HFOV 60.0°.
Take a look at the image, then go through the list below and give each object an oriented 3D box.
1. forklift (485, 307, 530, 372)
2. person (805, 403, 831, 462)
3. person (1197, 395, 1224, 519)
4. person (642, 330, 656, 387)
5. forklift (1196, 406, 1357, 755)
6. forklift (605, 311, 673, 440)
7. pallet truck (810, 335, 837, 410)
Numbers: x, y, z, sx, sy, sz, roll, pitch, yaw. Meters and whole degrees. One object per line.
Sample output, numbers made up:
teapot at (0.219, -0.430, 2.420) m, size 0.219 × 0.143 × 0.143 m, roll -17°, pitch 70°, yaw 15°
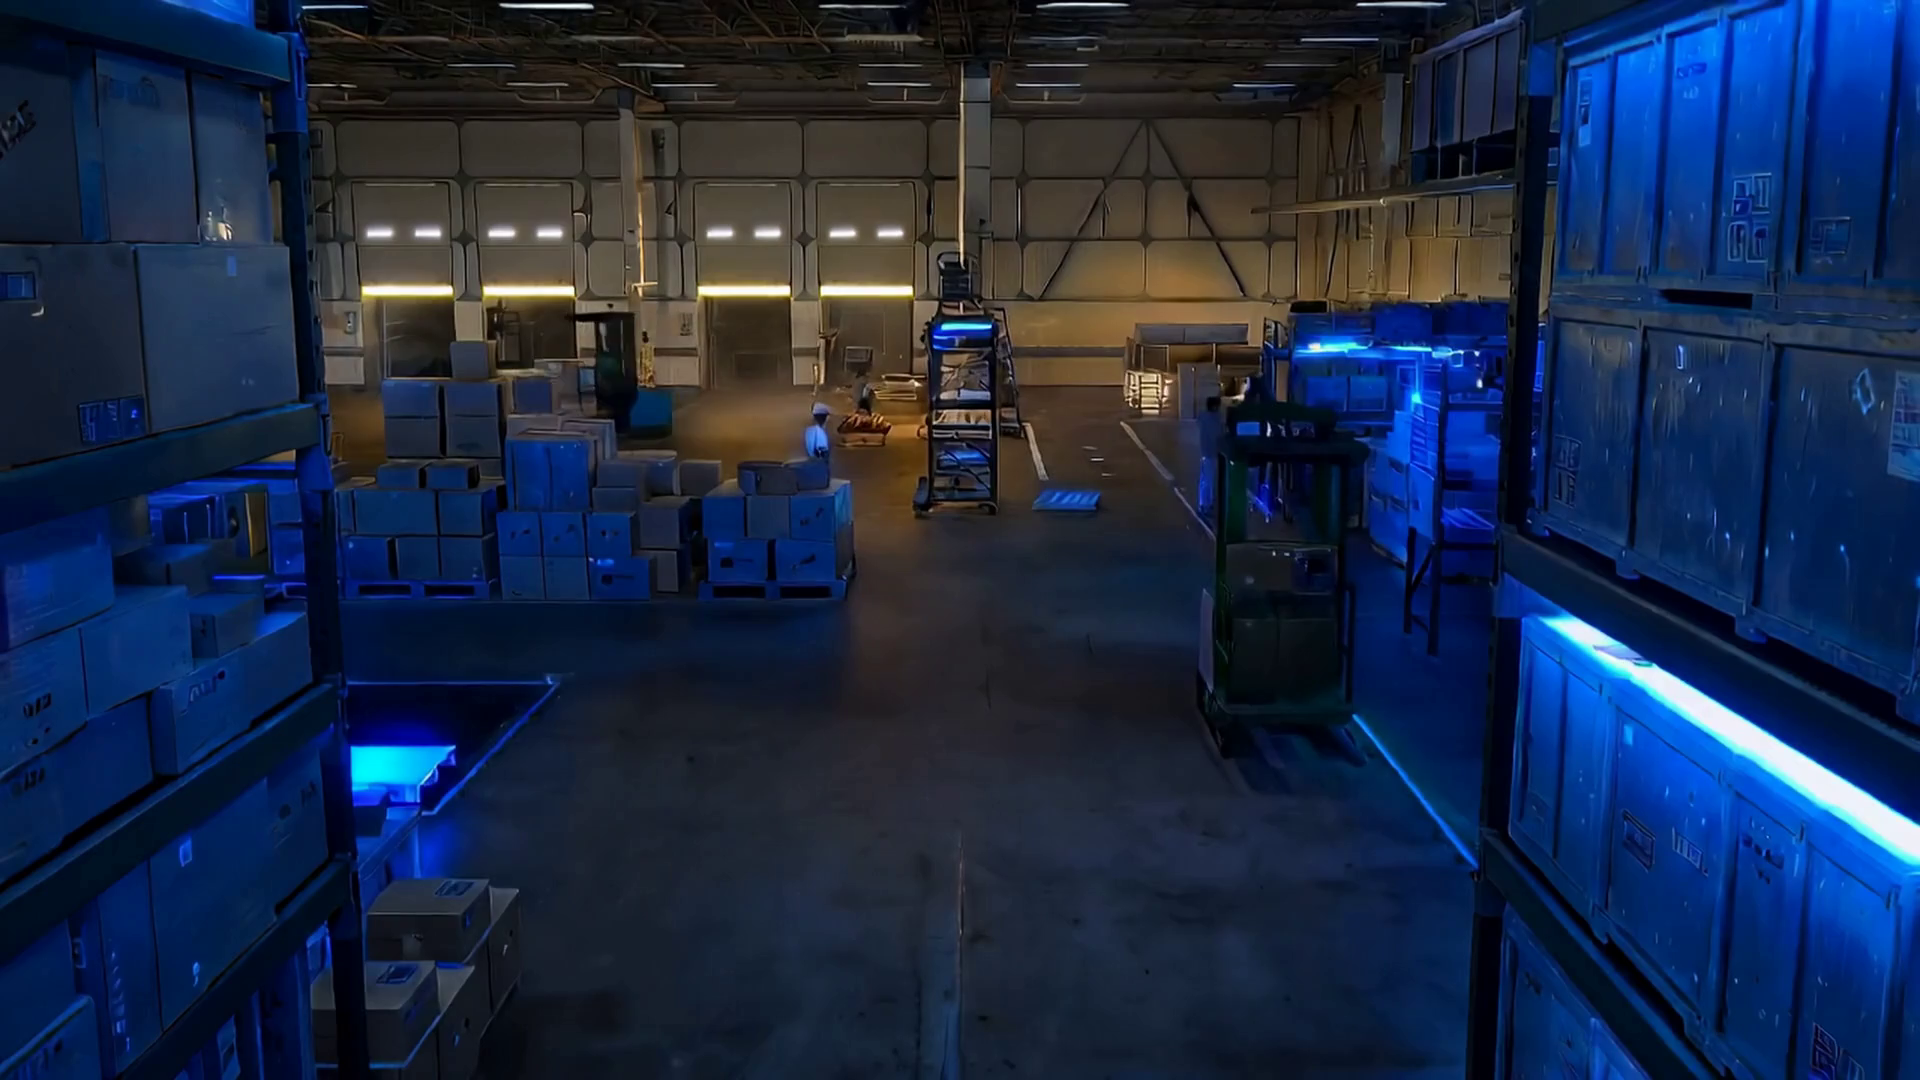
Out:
forklift at (-10.754, -4.150, 39.646) m, size 1.129 × 2.768 × 1.873 m, roll 0°, pitch 10°, yaw 1°
person at (-2.059, -1.048, 24.464) m, size 0.363 × 1.939 × 0.542 m, roll -5°, pitch 11°, yaw -29°
person at (3.917, -1.293, 25.873) m, size 0.397 × 1.935 × 0.663 m, roll -4°, pitch 11°, yaw -23°
person at (-8.822, -4.969, 47.119) m, size 0.389 × 1.930 × 0.544 m, roll -7°, pitch 12°, yaw -36°
forklift at (2.693, 0.247, 14.276) m, size 1.129 × 2.768 × 1.873 m, roll 0°, pitch 10°, yaw 1°
forklift at (-7.424, -3.634, 36.666) m, size 1.873 × 2.768 × 1.129 m, roll -7°, pitch 12°, yaw -36°
pallet truck at (-3.021, -4.312, 43.126) m, size 1.885 × 1.965 × 0.823 m, roll 3°, pitch 10°, yaw 17°
